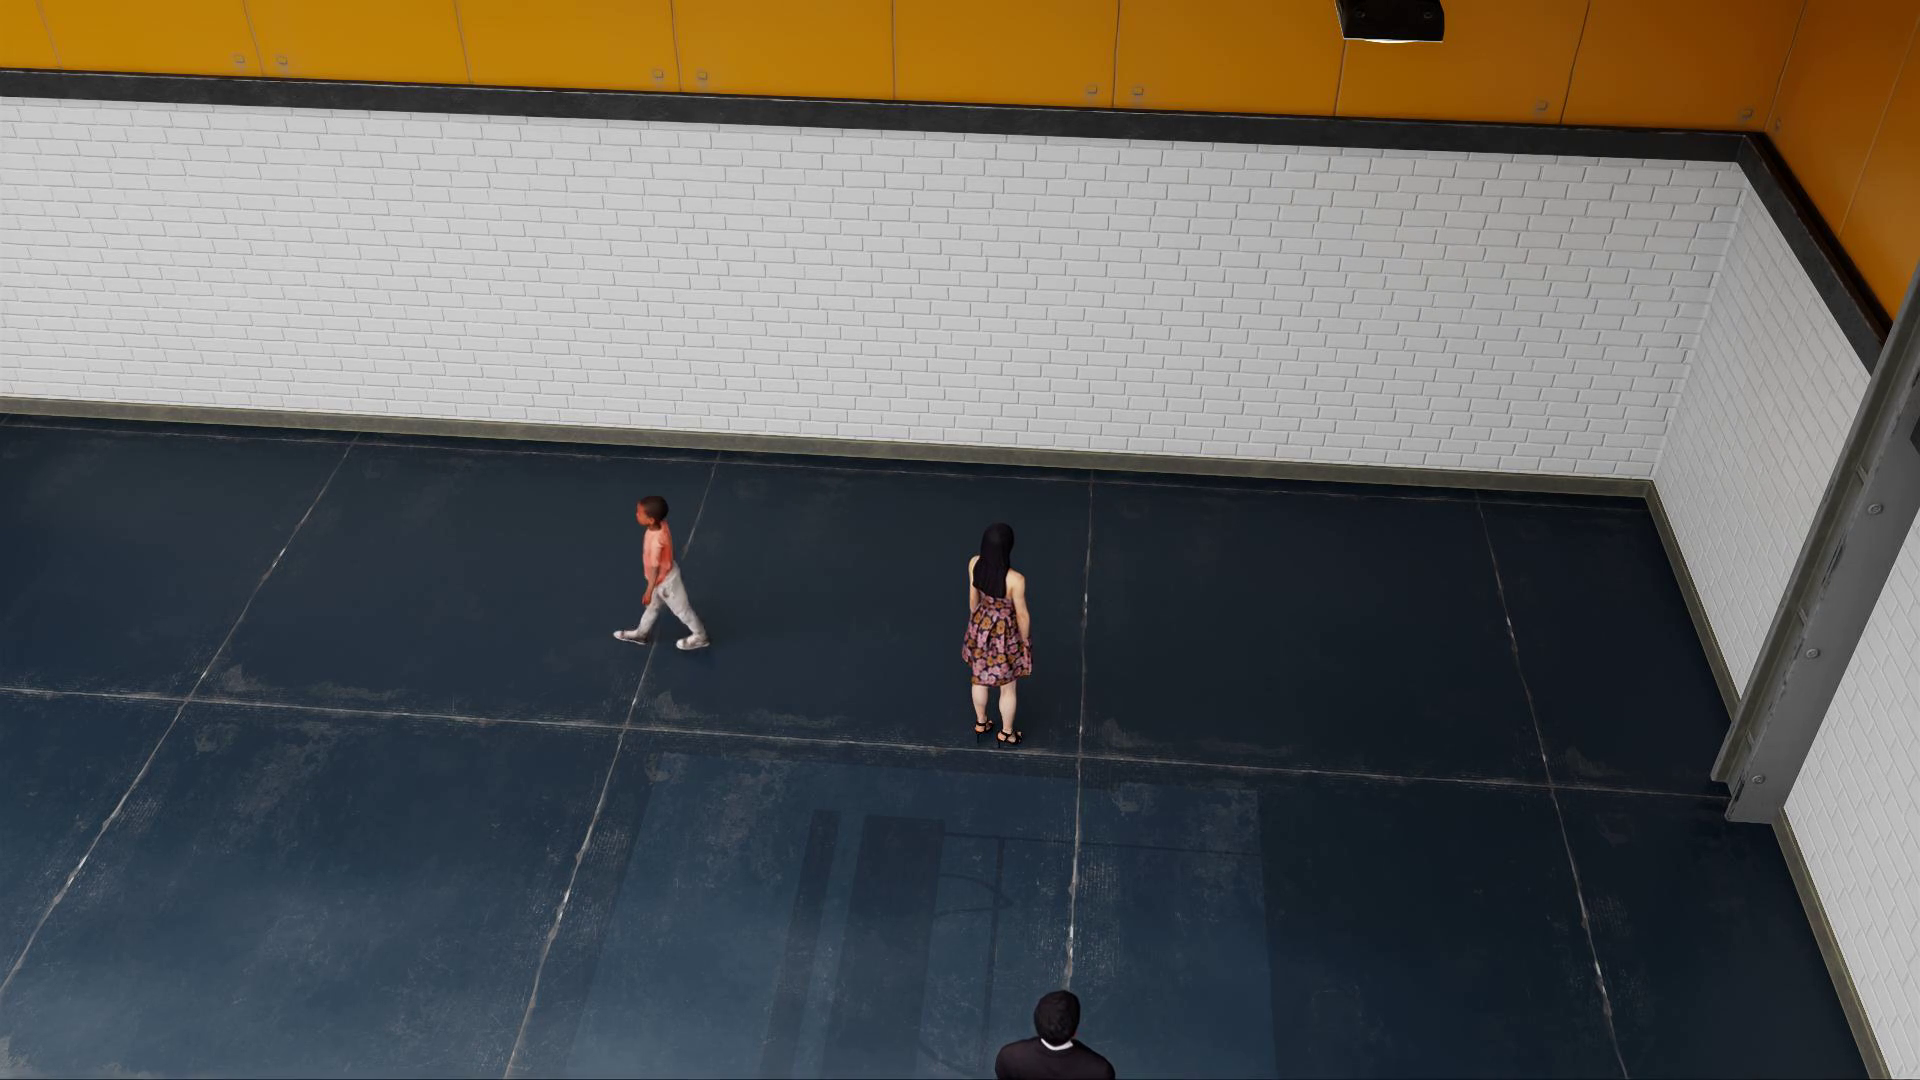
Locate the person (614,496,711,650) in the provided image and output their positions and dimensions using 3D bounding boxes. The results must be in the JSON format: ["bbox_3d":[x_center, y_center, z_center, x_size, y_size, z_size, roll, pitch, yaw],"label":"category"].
[{"bbox_3d":[-1.926,0.254,11.197,0.667,1.277,0.852,-3,39,-4],"label":"person"}]

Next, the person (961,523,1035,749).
[{"bbox_3d":[0.239,0.604,10.360,0.785,1.775,0.819,21,43,25],"label":"person"}]

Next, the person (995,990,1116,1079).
[{"bbox_3d":[0.415,2.705,7.642,0.710,1.884,0.550,5,39,7],"label":"person"}]
